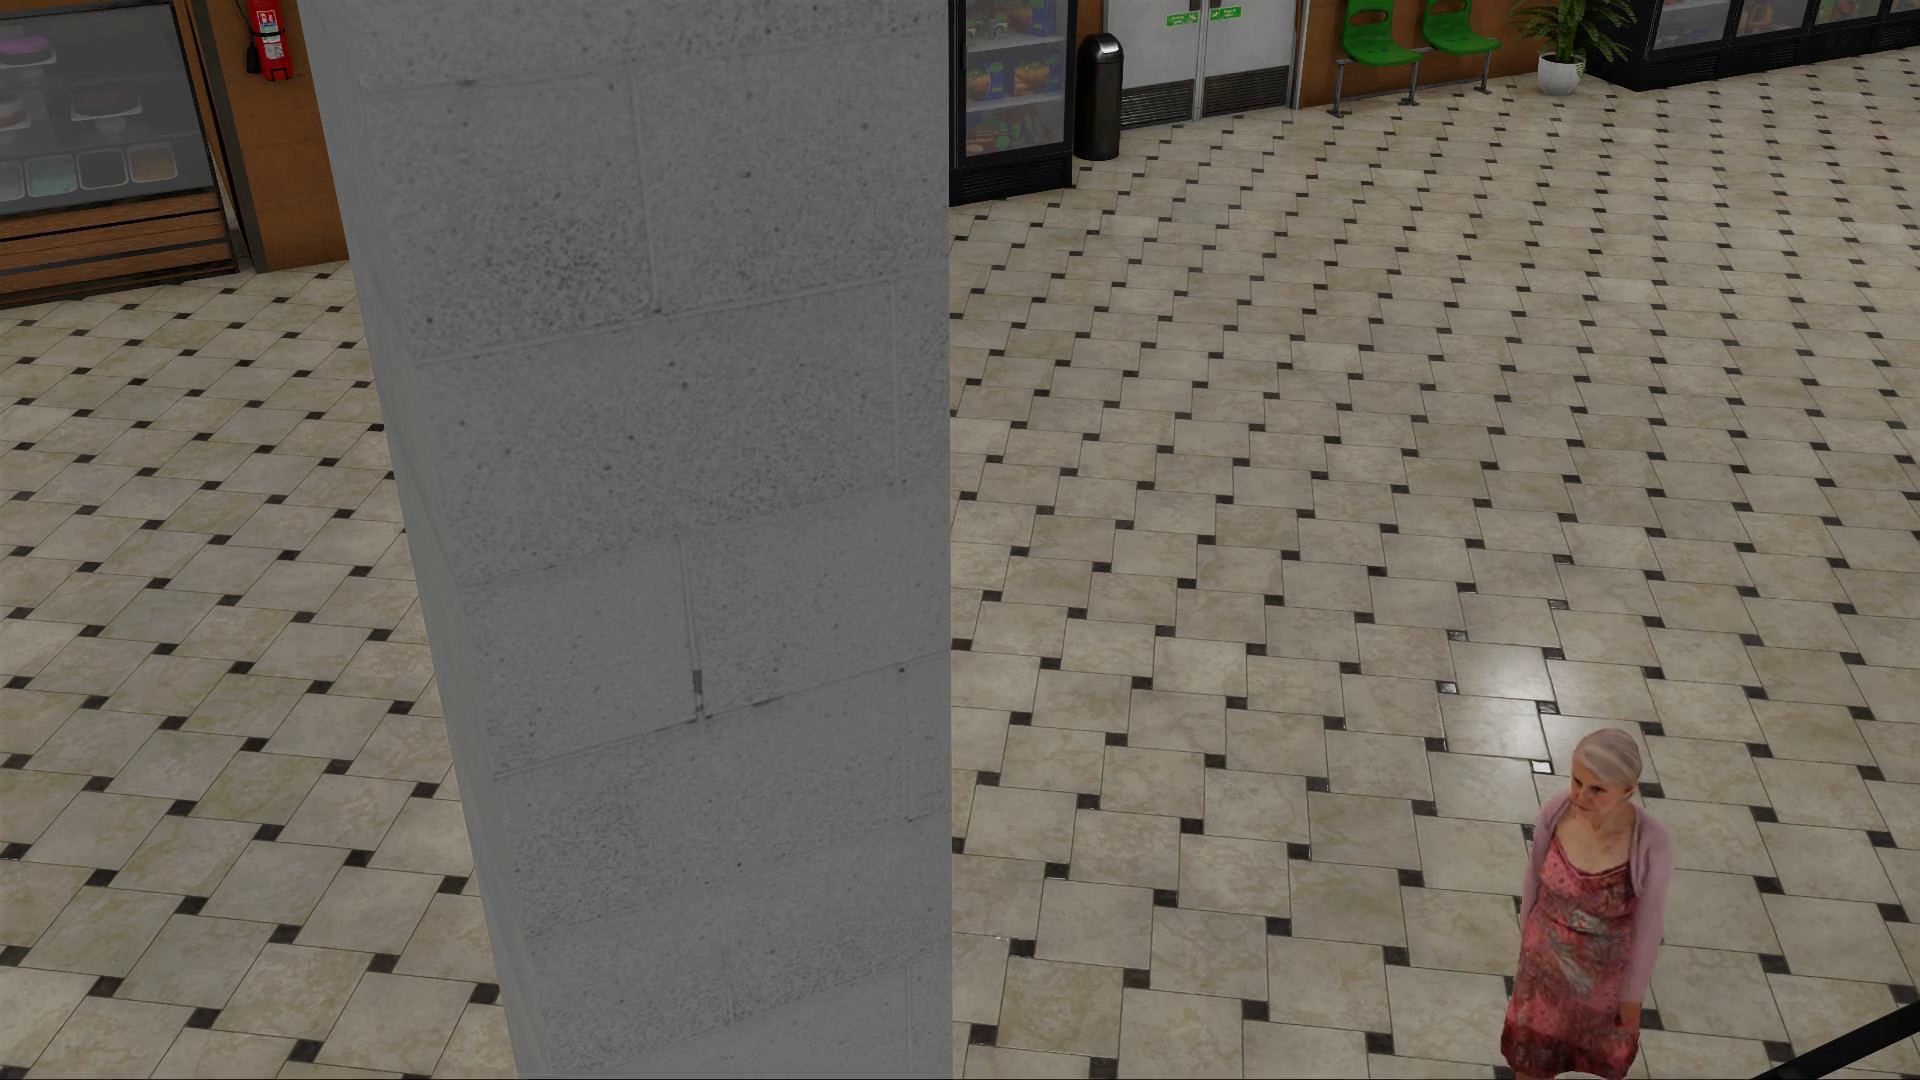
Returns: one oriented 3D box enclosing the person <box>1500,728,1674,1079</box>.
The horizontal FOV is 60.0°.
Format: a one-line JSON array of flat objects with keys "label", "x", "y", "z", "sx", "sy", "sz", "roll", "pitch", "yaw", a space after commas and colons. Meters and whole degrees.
[{"label": "person", "x": 1.950, "y": 1.238, "z": 5.149, "sx": 1.008, "sy": 1.664, "sz": 0.972, "roll": 19, "pitch": 37, "yaw": 28}]
